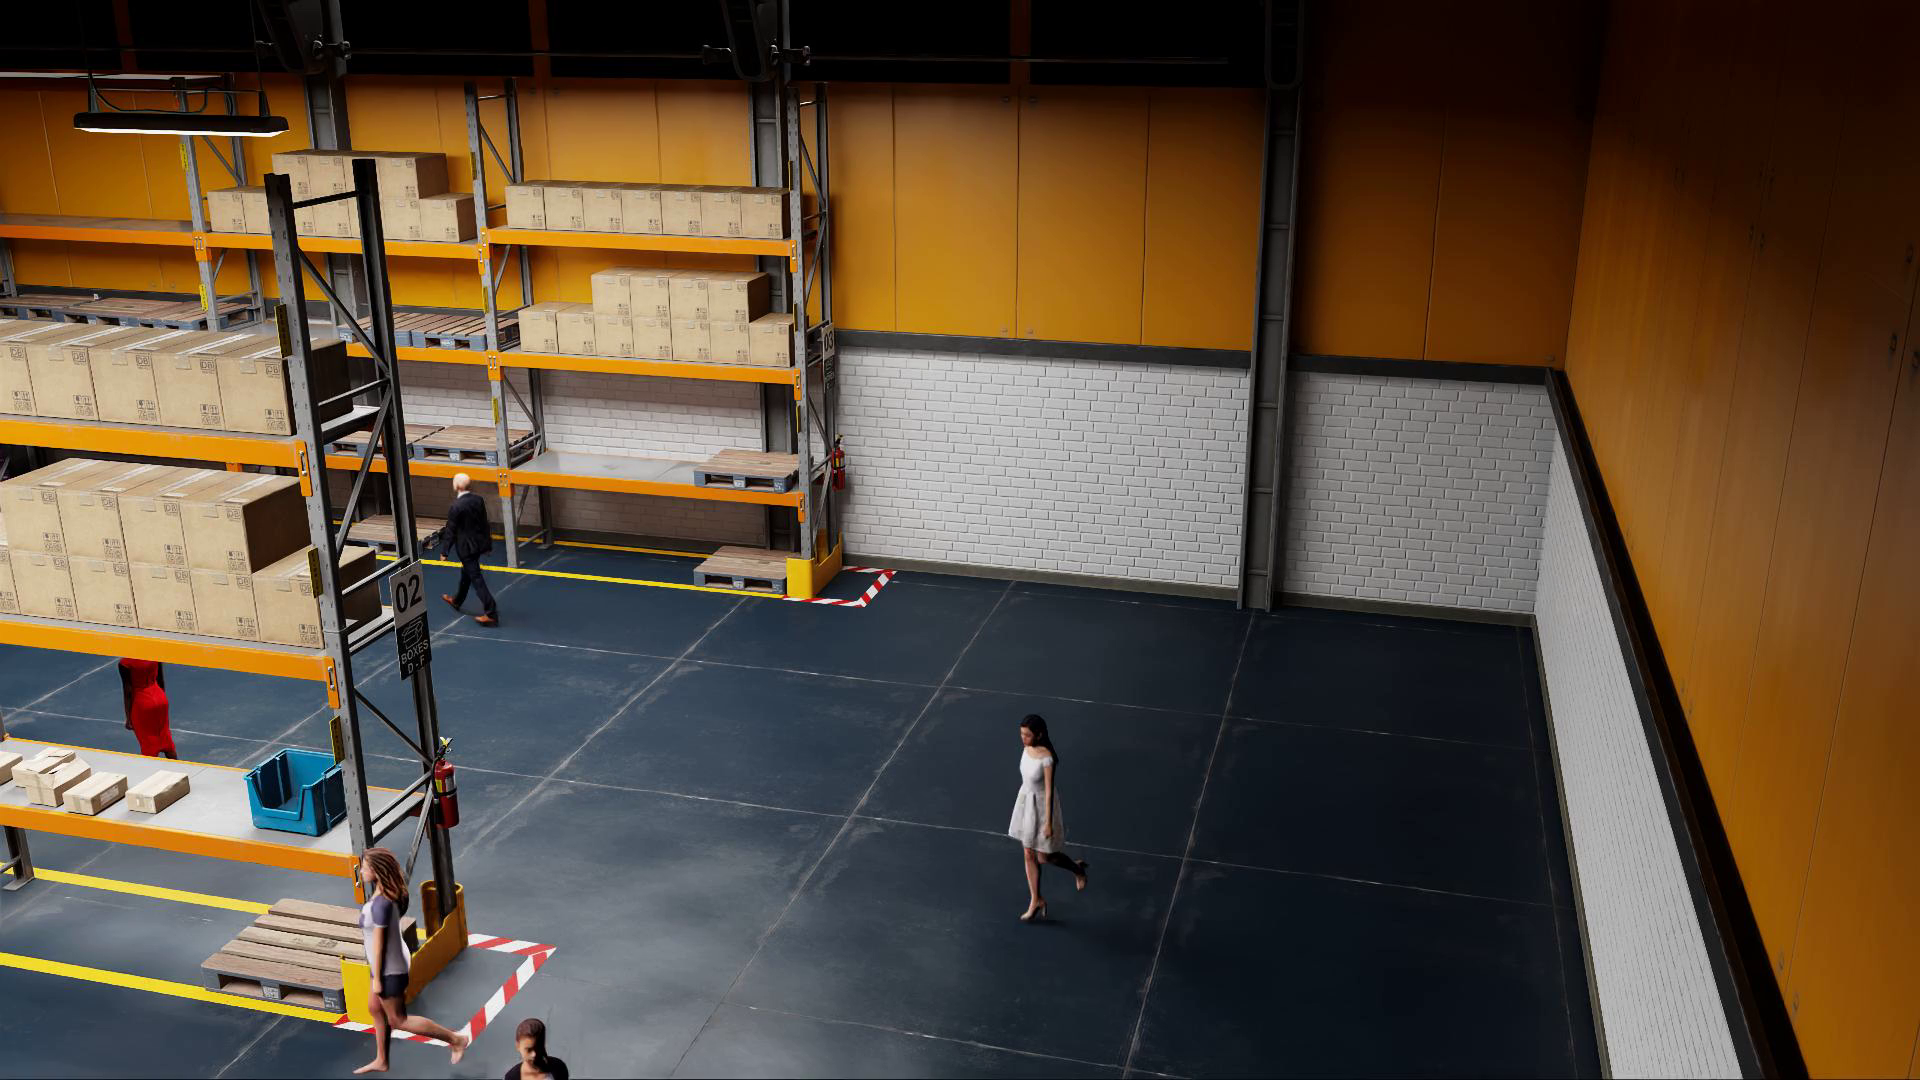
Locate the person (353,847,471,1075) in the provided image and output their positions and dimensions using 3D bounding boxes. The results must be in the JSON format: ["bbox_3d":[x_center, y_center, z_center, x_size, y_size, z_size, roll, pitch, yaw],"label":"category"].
[{"bbox_3d":[-3.731,2.854,11.146,1.104,1.706,0.924,-5,19,-13],"label":"person"}]

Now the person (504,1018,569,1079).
[{"bbox_3d":[-2.439,3.433,9.703,0.985,1.530,0.925,-5,19,-15],"label":"person"}]

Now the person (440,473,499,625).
[{"bbox_3d":[-5.577,0.138,19.137,1.188,1.754,0.788,8,20,22],"label":"person"}]

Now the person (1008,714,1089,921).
[{"bbox_3d":[0.696,2.165,13.111,1.030,1.758,0.956,-10,21,-26],"label":"person"}]
